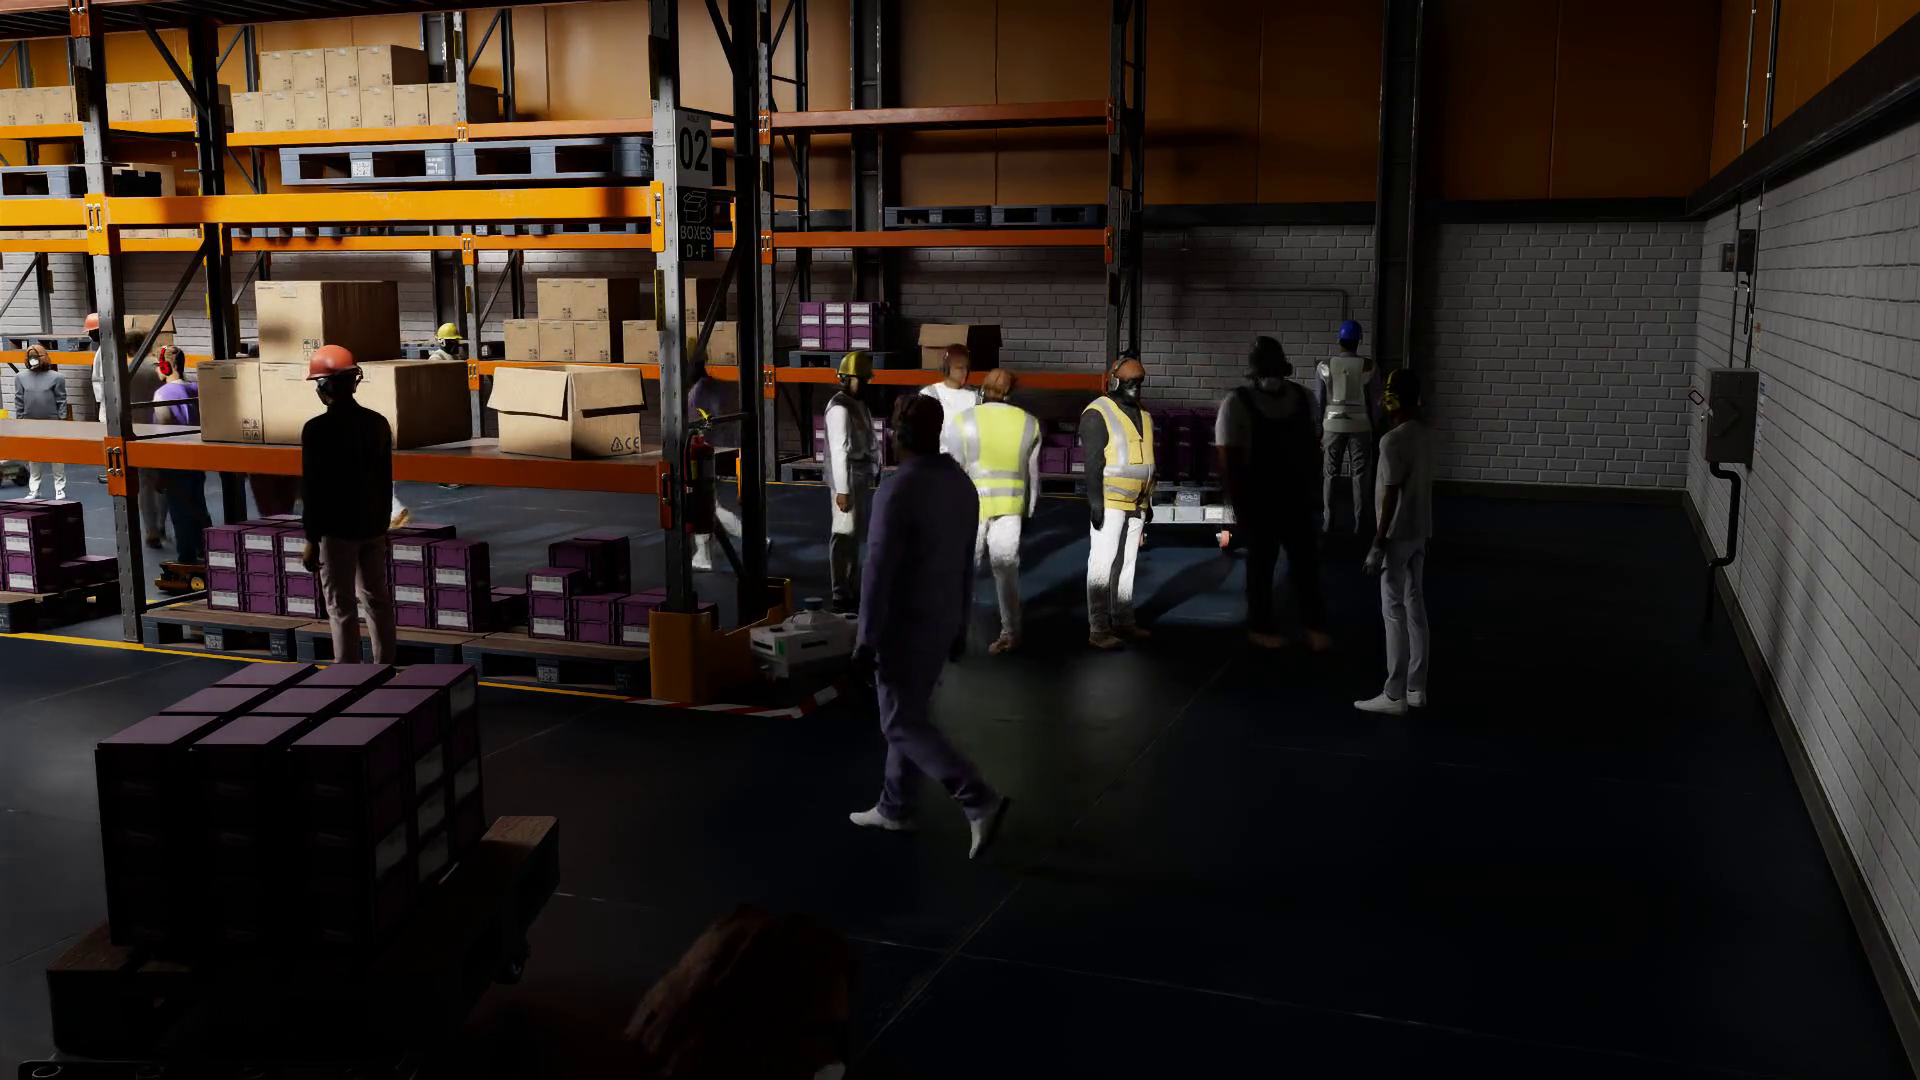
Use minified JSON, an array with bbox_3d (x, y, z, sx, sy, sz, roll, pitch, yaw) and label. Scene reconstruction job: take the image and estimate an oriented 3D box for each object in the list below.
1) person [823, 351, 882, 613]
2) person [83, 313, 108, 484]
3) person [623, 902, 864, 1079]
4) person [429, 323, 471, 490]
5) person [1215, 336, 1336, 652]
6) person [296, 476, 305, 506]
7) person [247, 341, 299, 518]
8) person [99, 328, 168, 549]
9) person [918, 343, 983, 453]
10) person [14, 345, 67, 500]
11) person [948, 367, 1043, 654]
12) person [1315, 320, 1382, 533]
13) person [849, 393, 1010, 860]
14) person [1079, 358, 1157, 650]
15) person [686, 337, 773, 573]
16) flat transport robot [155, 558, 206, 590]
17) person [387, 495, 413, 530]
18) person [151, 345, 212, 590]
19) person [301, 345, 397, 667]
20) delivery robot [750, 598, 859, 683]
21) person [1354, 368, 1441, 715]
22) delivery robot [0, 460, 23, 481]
[{"bbox_3d":[-0.752,-0.411,11.704,0.404,1.829,0.591,2,9,11],"label":"person"},{"bbox_3d":[-9.689,-1.603,18.881,0.370,1.928,0.543,-5,10,-27],"label":"person"},{"bbox_3d":[-0.277,1.234,2.033,0.539,1.625,0.309,-5,11,-30],"label":"person"},{"bbox_3d":[-5.624,-1.478,18.389,0.404,1.830,0.600,1,9,7],"label":"person"},{"bbox_3d":[2.003,-0.292,10.289,0.767,2.000,0.749,-3,10,-18],"label":"person"},{"bbox_3d":[-6.670,-1.255,16.997,0.342,1.841,0.512,1,9,5],"label":"person"},{"bbox_3d":[-5.517,-0.663,13.282,0.676,1.828,1.067,-7,11,-37],"label":"person"},{"bbox_3d":[-7.165,-0.900,14.596,0.675,1.885,0.995,-7,12,-38],"label":"person"},{"bbox_3d":[-0.067,-0.491,12.081,0.595,1.874,0.421,-5,11,-31],"label":"person"},{"bbox_3d":[-9.635,-1.229,17.452,0.500,1.633,0.285,-2,9,-13],"label":"person"},{"bbox_3d":[0.199,-0.194,10.499,0.651,1.785,0.930,-2,9,-14],"label":"person"},{"bbox_3d":[3.543,-1.029,15.209,0.603,1.949,0.384,3,10,18],"label":"person"},{"bbox_3d":[-0.135,0.345,6.769,0.797,1.885,0.645,5,10,28],"label":"person"},{"bbox_3d":[1.029,-0.235,10.577,0.430,1.838,0.619,8,12,40],"label":"person"},{"bbox_3d":[-1.873,-0.647,12.999,0.727,1.892,0.611,0,9,0],"label":"person"},{"bbox_3d":[-5.210,0.250,12.428,1.431,0.197,0.652,3,10,19],"label":"flat transport robot"},{"bbox_3d":[-5.413,-0.955,15.023,0.812,1.863,0.586,-4,10,-23],"label":"person"},{"bbox_3d":[-5.825,-0.541,12.500,0.377,1.836,0.562,1,9,4],"label":"person"},{"bbox_3d":[-3.305,-0.051,8.958,0.400,1.986,0.620,3,10,21],"label":"person"},{"bbox_3d":[-0.813,0.566,9.260,0.707,0.478,0.477,-8,12,-41],"label":"delivery robot"},{"bbox_3d":[2.357,0.010,8.950,0.520,1.865,0.328,-9,13,-44],"label":"person"},{"bbox_3d":[-10.774,-0.893,18.425,0.707,0.478,0.477,3,9,16],"label":"delivery robot"}]
